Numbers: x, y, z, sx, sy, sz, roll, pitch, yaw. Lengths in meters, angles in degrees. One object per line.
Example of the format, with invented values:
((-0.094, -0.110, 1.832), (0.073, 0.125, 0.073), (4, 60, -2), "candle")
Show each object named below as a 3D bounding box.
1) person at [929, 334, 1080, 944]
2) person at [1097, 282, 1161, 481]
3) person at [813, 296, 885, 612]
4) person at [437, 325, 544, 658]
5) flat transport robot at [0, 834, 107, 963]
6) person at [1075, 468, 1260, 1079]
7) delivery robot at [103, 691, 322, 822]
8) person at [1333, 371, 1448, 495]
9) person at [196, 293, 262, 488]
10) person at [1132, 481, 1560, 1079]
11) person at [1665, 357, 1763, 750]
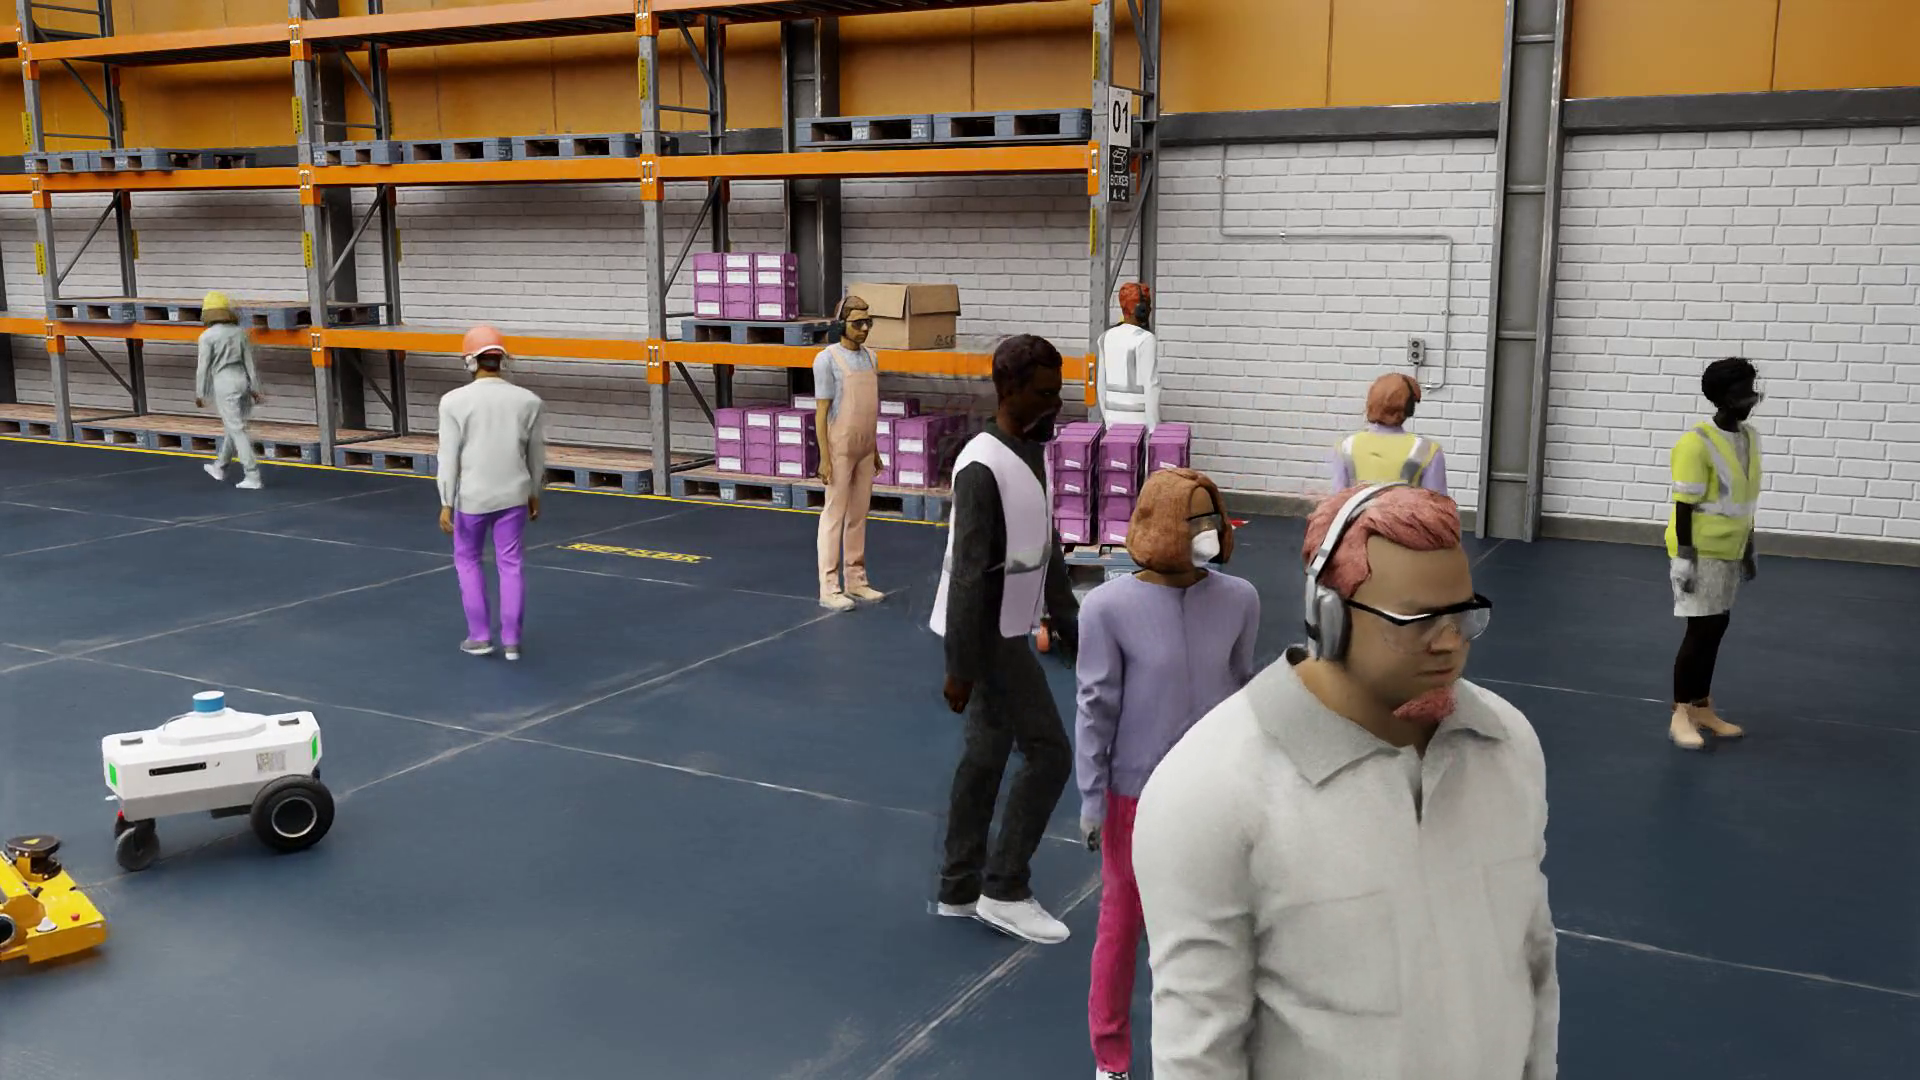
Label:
((0.190, 0.308, 5.196), (0.604, 1.891, 0.584), (2, 11, 11), "person")
((1.150, -0.773, 11.141), (0.354, 1.883, 0.573), (-7, 12, -32), "person")
((-0.649, -0.512, 9.818), (0.325, 1.843, 0.517), (8, 13, 37), "person")
((-2.463, -0.249, 8.656), (0.602, 1.732, 0.465), (-9, 13, -39), "person")
((-3.362, 1.180, 4.858), (1.431, 0.197, 0.652), (-9, 13, -40), "flat transport robot")
((0.521, 0.629, 4.131), (0.507, 1.636, 0.276), (-4, 11, -22), "person")
((-2.682, 0.788, 5.973), (0.707, 0.478, 0.477), (-5, 12, -27), "delivery robot")
((1.834, 0.076, 7.233), (0.525, 1.610, 0.752), (8, 13, 38), "person")
((-6.475, -1.311, 14.602), (0.908, 1.690, 0.495), (5, 11, 25), "person")
((0.535, 0.846, 2.268), (0.659, 1.884, 0.713), (-5, 11, -24), "person")
((3.228, 0.058, 7.147), (0.570, 1.684, 0.321), (-8, 13, -37), "person")
